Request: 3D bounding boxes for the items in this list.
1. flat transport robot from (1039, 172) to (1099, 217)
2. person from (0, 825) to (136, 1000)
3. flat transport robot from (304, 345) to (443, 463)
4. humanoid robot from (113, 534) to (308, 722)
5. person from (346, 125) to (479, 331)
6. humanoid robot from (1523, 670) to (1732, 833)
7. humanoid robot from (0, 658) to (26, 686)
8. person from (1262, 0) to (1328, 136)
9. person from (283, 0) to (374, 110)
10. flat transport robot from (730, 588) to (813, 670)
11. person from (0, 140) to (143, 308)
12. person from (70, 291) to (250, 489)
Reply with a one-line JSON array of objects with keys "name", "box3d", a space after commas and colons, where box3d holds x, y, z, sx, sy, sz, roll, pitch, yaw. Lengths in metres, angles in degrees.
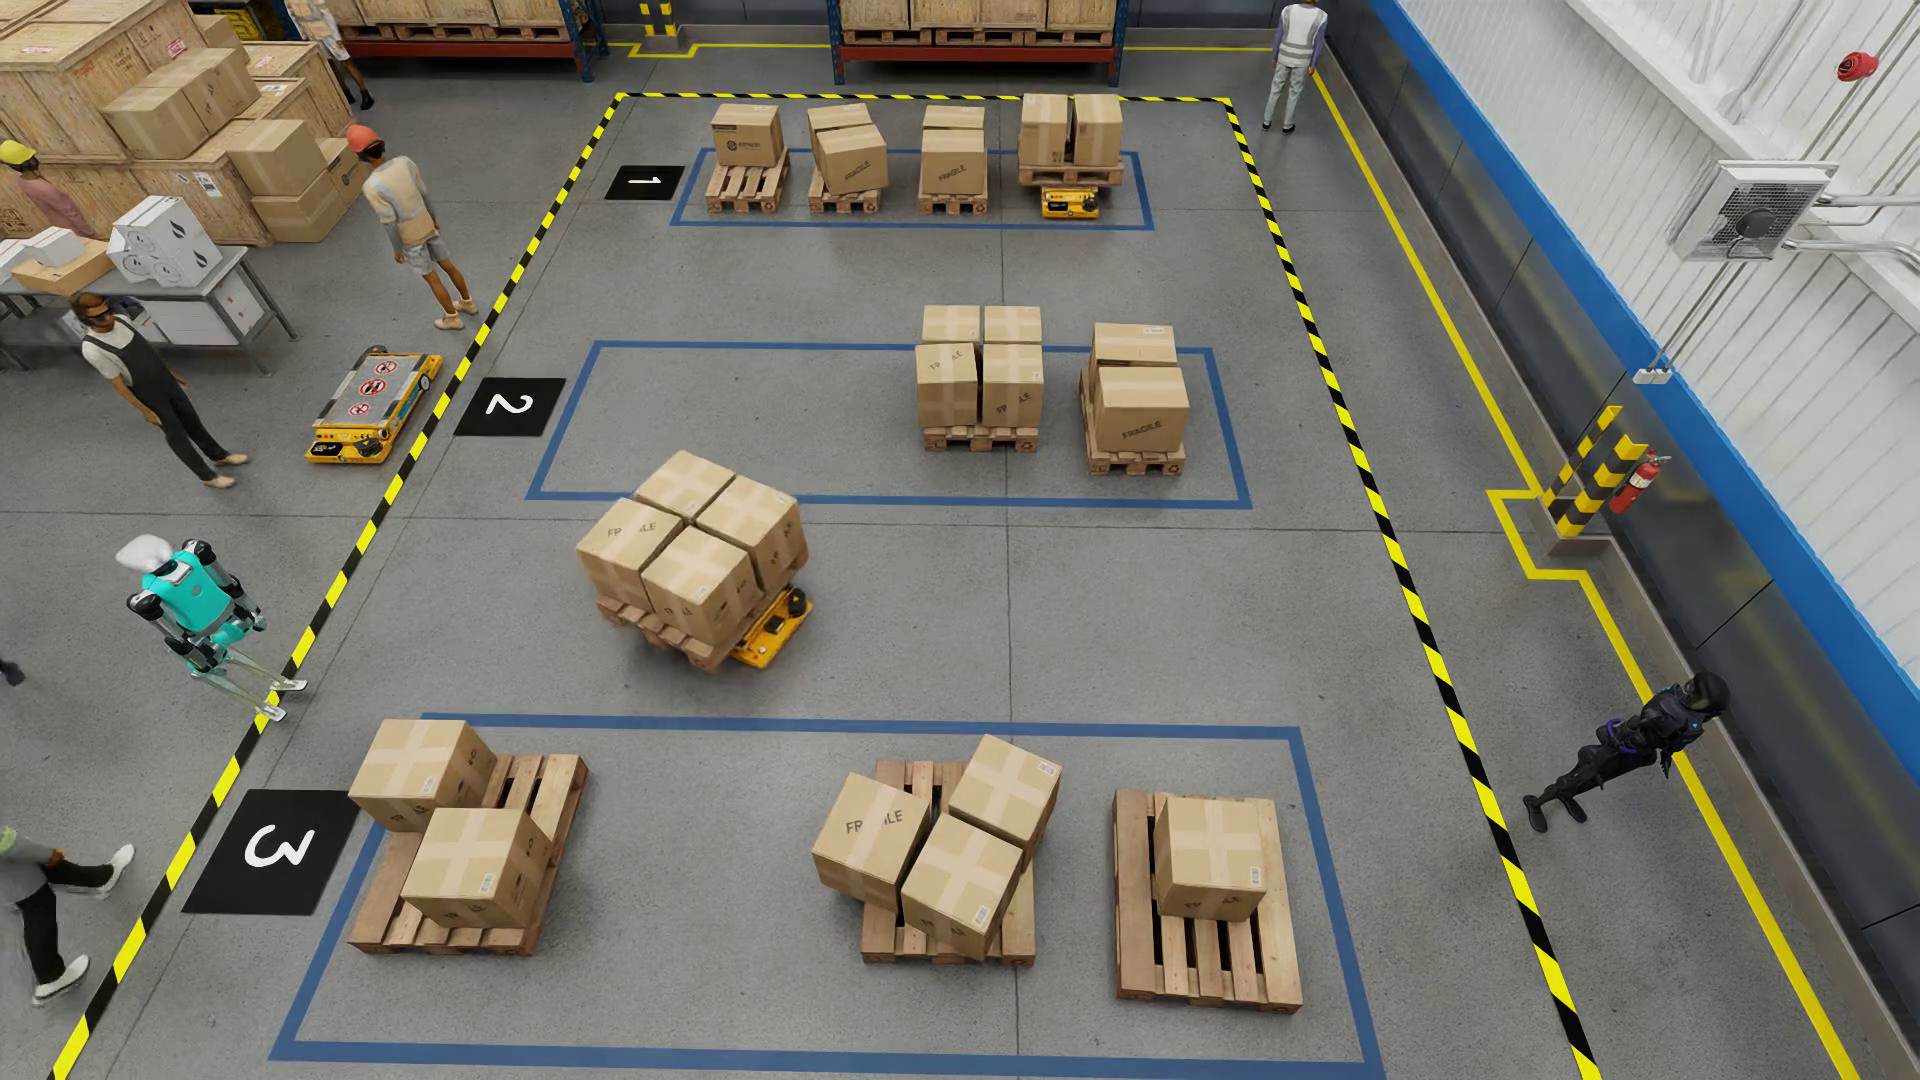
[{"name": "flat transport robot", "box3d": [1.292, -4.351, 11.030, 0.652, 0.197, 1.431, 1, 50, 1]}, {"name": "person", "box3d": [-5.225, 1.758, 4.863, 0.603, 1.820, 0.904, -2, 50, -2]}, {"name": "flat transport robot", "box3d": [-5.383, -1.269, 8.441, 0.659, 0.231, 1.431, 1, 50, 1]}, {"name": "humanoid robot", "box3d": [-4.862, 0.559, 5.847, 0.735, 1.672, 0.533, 9, 50, 8]}, {"name": "person", "box3d": [-5.180, -2.909, 8.675, 0.388, 2.033, 0.605, 13, 51, 11]}, {"name": "humanoid robot", "box3d": [3.924, 1.253, 5.377, 0.599, 1.653, 0.315, -7, 50, -6]}, {"name": "humanoid robot", "box3d": [-6.942, 0.476, 6.040, 0.351, 1.651, 0.608, 34, 58, 26]}, {"name": "person", "box3d": [4.177, -6.007, 11.422, 0.595, 1.836, 0.404, 23, 53, 18]}, {"name": "person", "box3d": [-8.260, -6.522, 11.808, 0.555, 1.925, 0.420, 5, 50, 4]}, {"name": "flat transport robot", "box3d": [-1.903, 0.417, 6.996, 1.431, 0.197, 0.652, 23, 53, 18]}, {"name": "person", "box3d": [-8.595, -3.012, 8.931, 0.529, 1.772, 0.300, 21, 53, 17]}, {"name": "person", "box3d": [-6.419, -1.184, 7.337, 0.333, 1.842, 0.507, -3, 50, -3]}]
